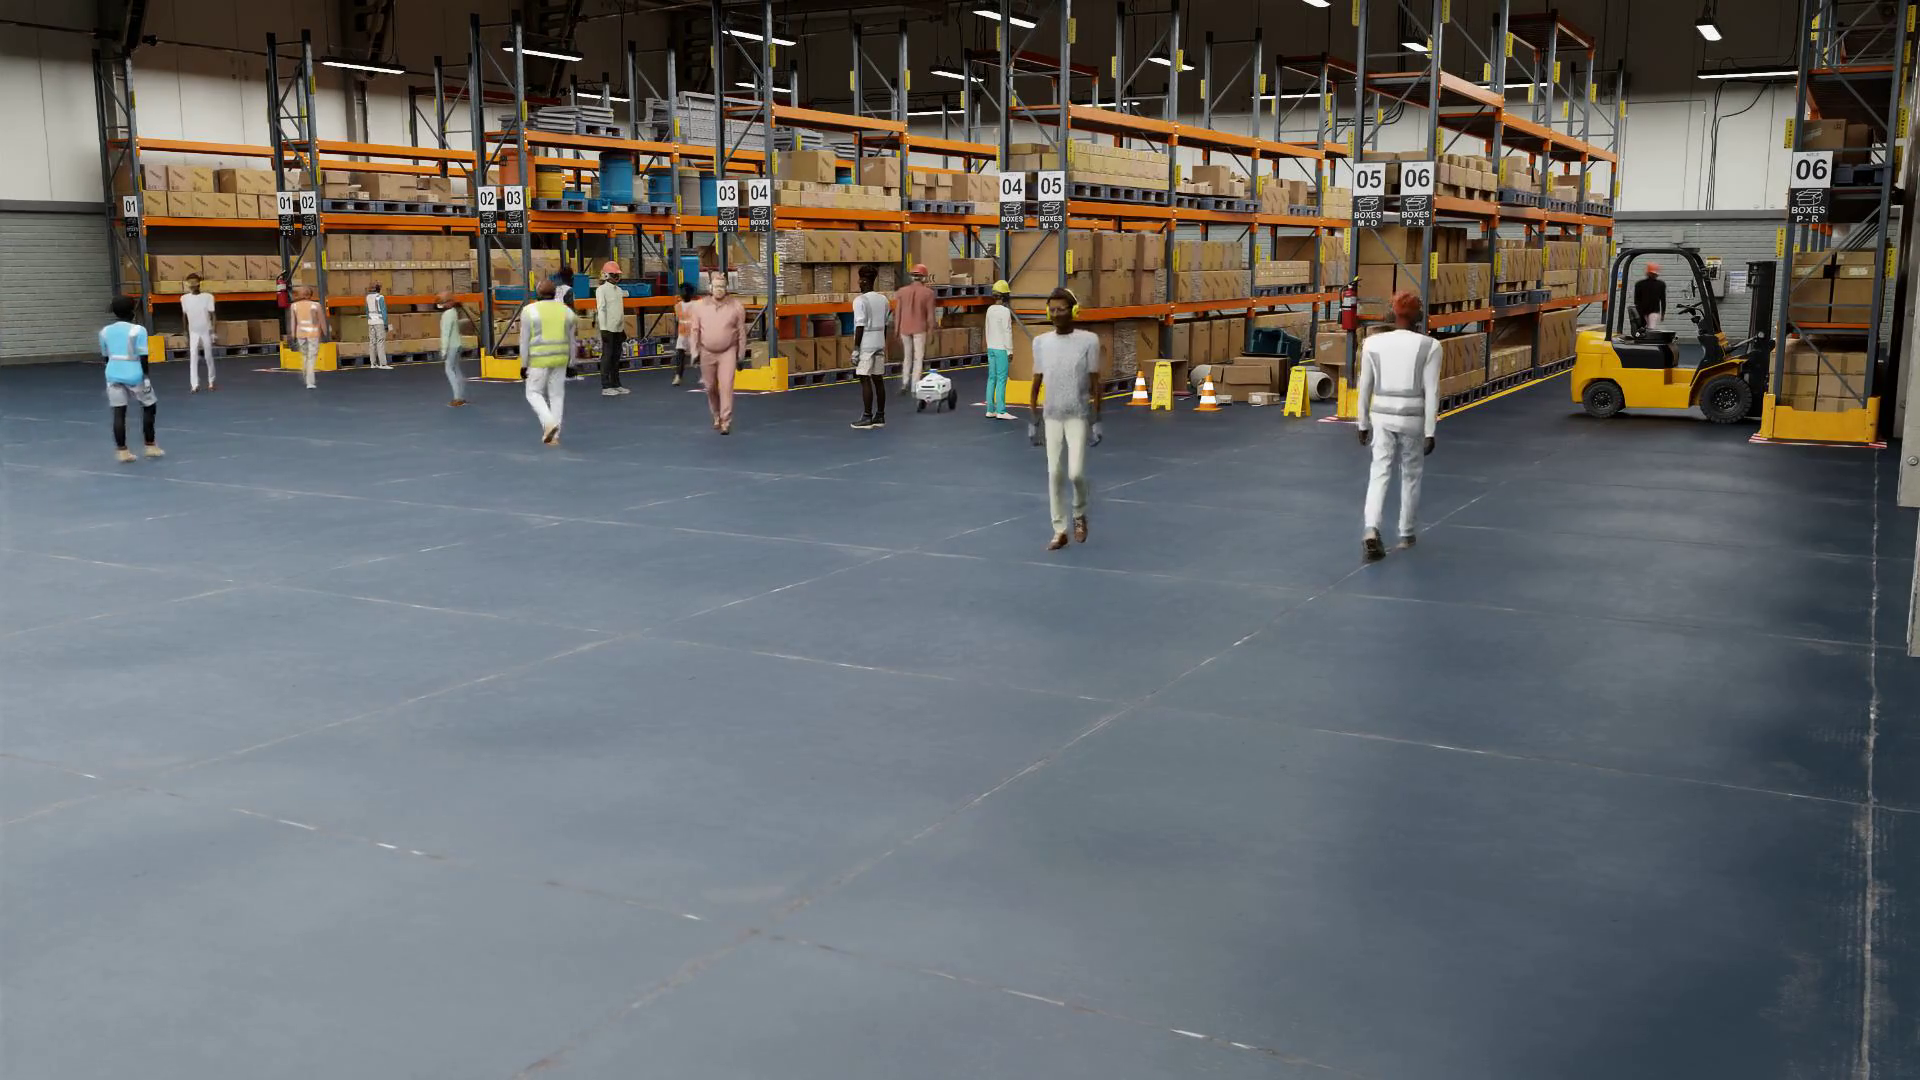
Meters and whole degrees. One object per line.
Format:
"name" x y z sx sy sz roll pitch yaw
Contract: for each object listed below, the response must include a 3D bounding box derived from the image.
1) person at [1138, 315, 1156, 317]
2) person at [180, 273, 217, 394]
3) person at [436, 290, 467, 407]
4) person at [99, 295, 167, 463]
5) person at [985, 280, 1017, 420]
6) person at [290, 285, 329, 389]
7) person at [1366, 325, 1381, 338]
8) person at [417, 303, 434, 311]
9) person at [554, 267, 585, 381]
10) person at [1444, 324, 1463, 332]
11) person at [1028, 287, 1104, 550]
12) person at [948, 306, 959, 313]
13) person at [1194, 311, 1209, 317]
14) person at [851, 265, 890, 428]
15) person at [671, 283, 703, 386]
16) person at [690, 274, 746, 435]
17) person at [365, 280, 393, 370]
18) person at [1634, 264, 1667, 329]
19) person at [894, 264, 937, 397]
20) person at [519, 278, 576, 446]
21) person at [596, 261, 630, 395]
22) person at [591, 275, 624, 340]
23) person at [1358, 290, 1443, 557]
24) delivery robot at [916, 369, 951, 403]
"person" 4.033 -5.035 36.018 0.630 1.940 0.372 5 11 28
"person" -11.586 -3.156 25.376 0.514 1.830 0.959 -2 10 -13
"person" -7.056 -2.657 23.067 0.285 1.611 0.654 -1 10 -6
"person" -8.352 -1.632 16.827 0.558 1.671 0.657 2 10 9
"person" 0.524 -2.416 21.186 0.315 1.767 0.534 -5 11 -29
"person" -10.206 -3.190 26.193 0.519 1.610 0.773 1 10 4
"person" 9.120 -5.087 36.561 0.509 1.860 0.333 2 10 14
"person" -11.221 -4.767 34.988 0.535 1.761 0.337 7 12 37
"person" -6.595 -3.569 27.552 0.667 1.896 0.608 -6 11 -30
"person" 9.985 -4.562 33.529 0.564 1.841 0.391 2 10 10
"person" 0.739 -0.846 11.733 0.544 1.855 0.401 3 10 19
"person" -0.094 -6.256 43.294 0.861 1.906 0.629 -3 10 -16
"person" 6.076 -6.134 42.149 0.536 2.000 0.688 8 13 40
"person" -1.098 -2.329 20.091 0.361 1.965 0.612 6 12 33
"person" -4.340 -3.313 26.758 0.534 1.654 0.865 4 10 21
"person" -2.839 -2.201 19.618 0.638 1.872 0.878 0 10 2
"person" -10.666 -3.934 30.452 0.514 1.639 0.307 6 11 32
"person" 13.935 -4.610 33.600 0.591 1.931 1.069 5 11 28
"person" -0.648 -3.088 24.589 0.641 1.952 0.596 3 10 17
"person" -4.492 -1.927 18.136 0.651 1.830 0.445 -7 12 -37
"person" -5.205 -3.166 24.908 0.376 1.995 0.612 3 10 19
"person" -6.827 -4.293 32.146 0.610 1.784 0.940 5 11 25
"person" 3.027 -0.806 11.541 0.583 1.851 0.949 5 11 28
"delivery robot" -0.353 -2.046 22.279 0.477 0.478 0.707 2 10 12
